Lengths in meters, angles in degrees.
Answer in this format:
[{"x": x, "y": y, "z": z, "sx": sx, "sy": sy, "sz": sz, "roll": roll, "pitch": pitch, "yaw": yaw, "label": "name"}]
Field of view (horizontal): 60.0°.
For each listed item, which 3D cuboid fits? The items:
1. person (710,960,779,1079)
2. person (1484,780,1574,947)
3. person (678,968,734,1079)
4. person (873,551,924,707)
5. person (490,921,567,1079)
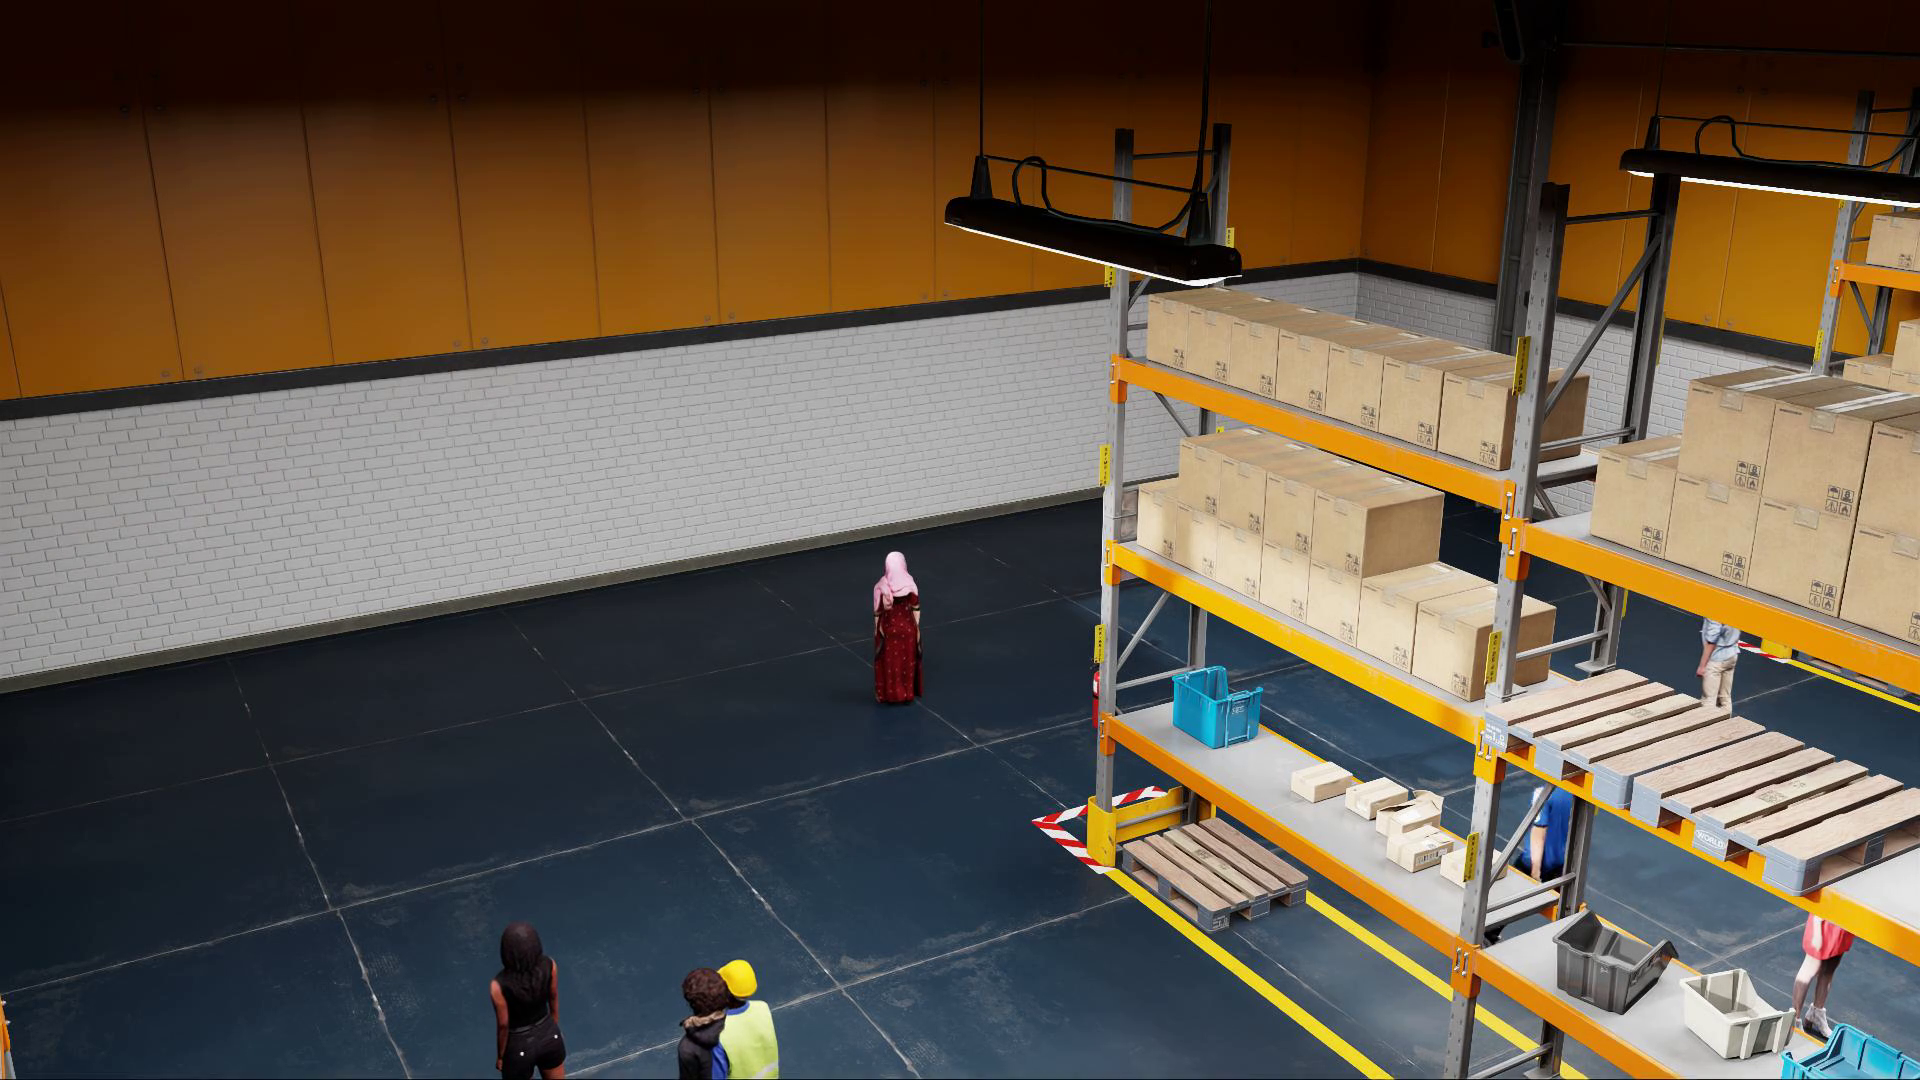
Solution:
[{"x": -1.247, "y": 3.230, "z": 9.605, "sx": 0.686, "sy": 1.813, "sz": 0.727, "roll": 16, "pitch": 25, "yaw": 40, "label": "person"}, {"x": 4.357, "y": 2.371, "z": 12.148, "sx": 0.796, "sy": 1.819, "sz": 1.253, "roll": -14, "pitch": 23, "yaw": -35, "label": "person"}, {"x": -1.413, "y": 3.263, "z": 9.562, "sx": 0.680, "sy": 1.778, "sz": 0.694, "roll": 16, "pitch": 24, "yaw": 39, "label": "person"}, {"x": -0.639, "y": 0.890, "z": 16.826, "sx": 0.754, "sy": 1.639, "sz": 0.757, "roll": -1, "pitch": 19, "yaw": -3, "label": "person"}, {"x": -2.612, "y": 3.096, "z": 10.116, "sx": 0.648, "sy": 1.740, "sz": 0.592, "roll": -18, "pitch": 25, "yaw": -42, "label": "person"}]
